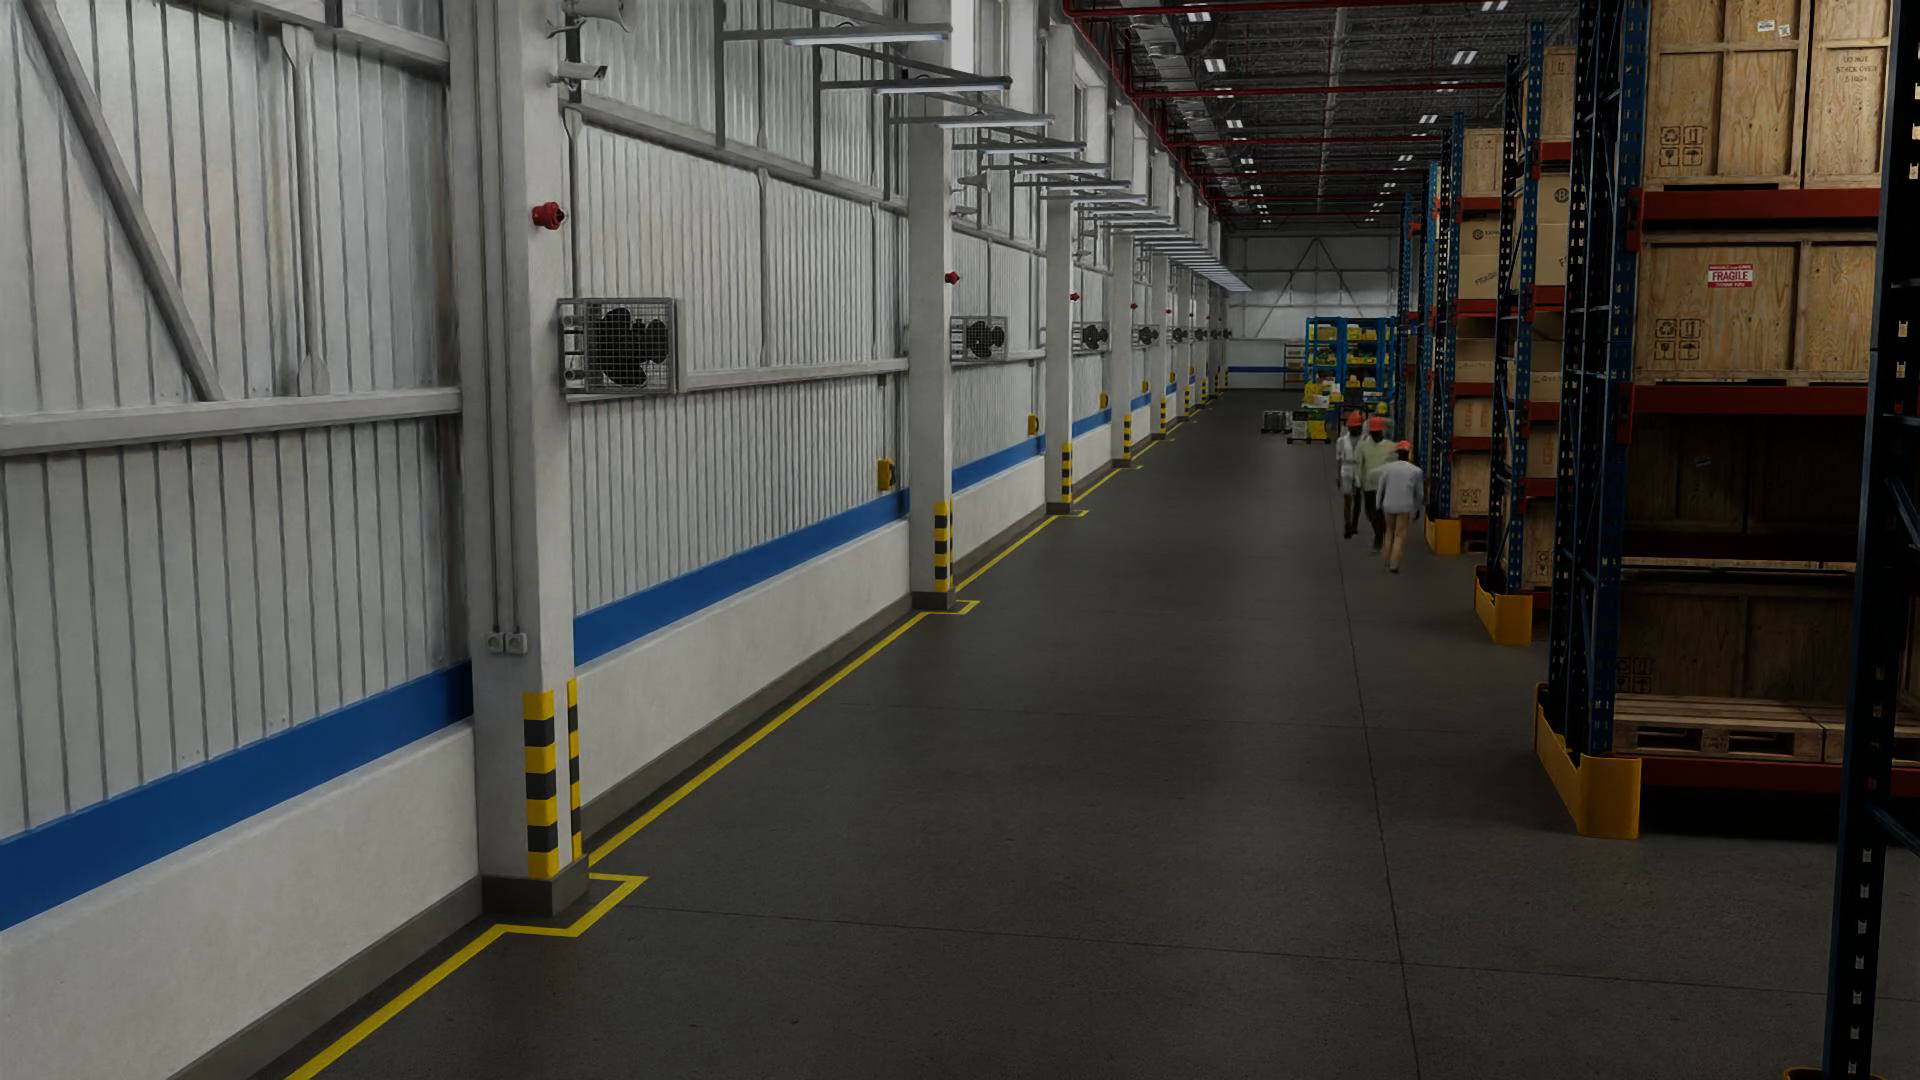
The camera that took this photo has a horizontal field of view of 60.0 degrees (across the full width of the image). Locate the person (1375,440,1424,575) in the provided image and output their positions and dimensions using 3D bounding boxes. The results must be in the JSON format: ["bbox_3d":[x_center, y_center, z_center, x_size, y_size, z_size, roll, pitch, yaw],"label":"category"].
[{"bbox_3d":[5.672,-0.425,21.406,0.569,1.708,0.828,4,8,28],"label":"person"}]

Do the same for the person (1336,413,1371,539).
[{"bbox_3d":[5.985,-0.989,25.246,0.558,1.896,0.981,2,7,14],"label":"person"}]

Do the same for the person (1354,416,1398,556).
[{"bbox_3d":[5.866,-0.774,23.291,0.647,1.960,0.846,5,9,33],"label":"person"}]

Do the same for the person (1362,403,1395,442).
[{"bbox_3d":[7.865,-1.694,31.378,0.620,1.771,0.987,2,7,15],"label":"person"}]
